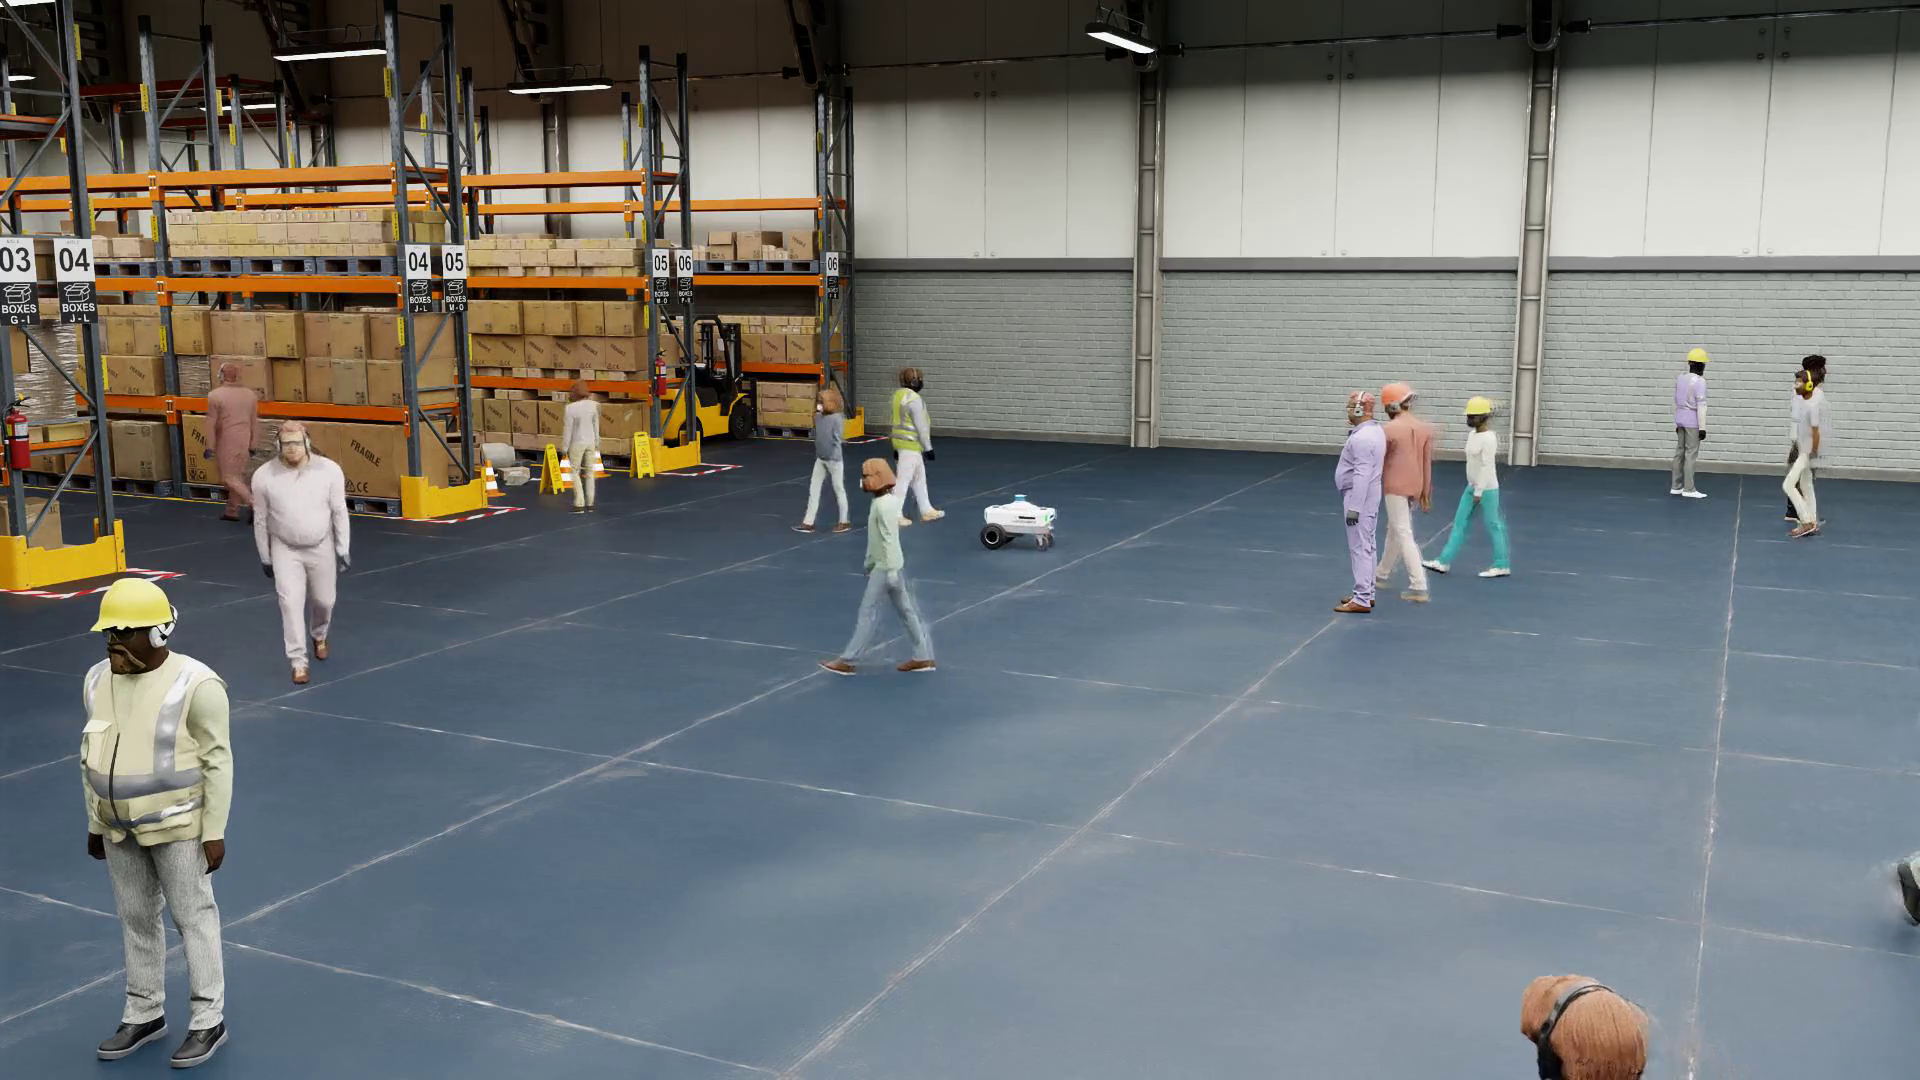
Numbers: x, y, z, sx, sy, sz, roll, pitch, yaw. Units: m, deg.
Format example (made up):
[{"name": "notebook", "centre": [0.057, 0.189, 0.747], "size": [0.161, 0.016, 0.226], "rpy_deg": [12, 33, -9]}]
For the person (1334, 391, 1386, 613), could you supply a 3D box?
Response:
[{"name": "person", "centre": [3.428, -0.326, 14.325], "size": [0.403, 1.906, 0.651], "rpy_deg": [4, 10, 24]}]

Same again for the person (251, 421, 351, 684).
[{"name": "person", "centre": [-4.787, 0.052, 12.104], "size": [0.643, 1.877, 0.809], "rpy_deg": [-5, 10, -26]}]

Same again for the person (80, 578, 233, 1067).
[{"name": "person", "centre": [-2.996, 1.040, 6.170], "size": [0.600, 1.831, 0.404], "rpy_deg": [2, 10, 13]}]

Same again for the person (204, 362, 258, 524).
[{"name": "person", "centre": [-8.398, -1.118, 19.262], "size": [0.750, 1.882, 0.653], "rpy_deg": [4, 10, 24]}]

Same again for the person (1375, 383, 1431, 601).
[{"name": "person", "centre": [3.945, -0.442, 14.974], "size": [0.602, 1.928, 0.985], "rpy_deg": [-6, 11, -35]}]

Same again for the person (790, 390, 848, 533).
[{"name": "person", "centre": [-1.527, -0.860, 18.513], "size": [0.509, 1.602, 0.731], "rpy_deg": [8, 12, 41]}]

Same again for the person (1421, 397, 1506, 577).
[{"name": "person", "centre": [4.854, -0.487, 15.836], "size": [0.852, 1.723, 0.545], "rpy_deg": [-1, 9, -8]}]

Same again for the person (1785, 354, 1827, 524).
[{"name": "person", "centre": [9.850, -1.169, 19.307], "size": [0.367, 1.966, 0.607], "rpy_deg": [0, 9, 2]}]

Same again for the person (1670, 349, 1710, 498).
[{"name": "person", "centre": [9.472, -1.511, 21.529], "size": [0.373, 1.924, 0.594], "rpy_deg": [-2, 9, -9]}]

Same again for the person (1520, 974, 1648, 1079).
[{"name": "person", "centre": [1.247, 1.646, 3.177], "size": [0.524, 1.597, 0.845], "rpy_deg": [-3, 10, -19]}]

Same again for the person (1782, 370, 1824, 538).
[{"name": "person", "centre": [9.261, -0.936, 18.249], "size": [0.460, 1.852, 0.535], "rpy_deg": [4, 10, 22]}]

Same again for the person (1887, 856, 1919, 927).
[{"name": "person", "centre": [4.366, 0.917, 7.045], "size": [0.606, 1.801, 0.801], "rpy_deg": [-4, 10, -24]}]

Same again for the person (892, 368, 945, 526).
[{"name": "person", "centre": [-0.474, -1.068, 19.142], "size": [0.868, 1.812, 0.620], "rpy_deg": [-3, 10, -19]}]

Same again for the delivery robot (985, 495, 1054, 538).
[{"name": "delivery robot", "centre": [0.632, -0.234, 17.606], "size": [0.707, 0.478, 0.477], "rpy_deg": [3, 10, 16]}]

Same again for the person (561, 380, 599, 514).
[{"name": "person", "centre": [-4.573, -1.121, 20.084], "size": [0.328, 1.622, 0.578], "rpy_deg": [7, 12, 36]}]

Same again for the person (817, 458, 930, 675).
[{"name": "person", "centre": [-0.607, 0.200, 12.072], "size": [0.853, 1.584, 0.520], "rpy_deg": [0, 9, -2]}]
